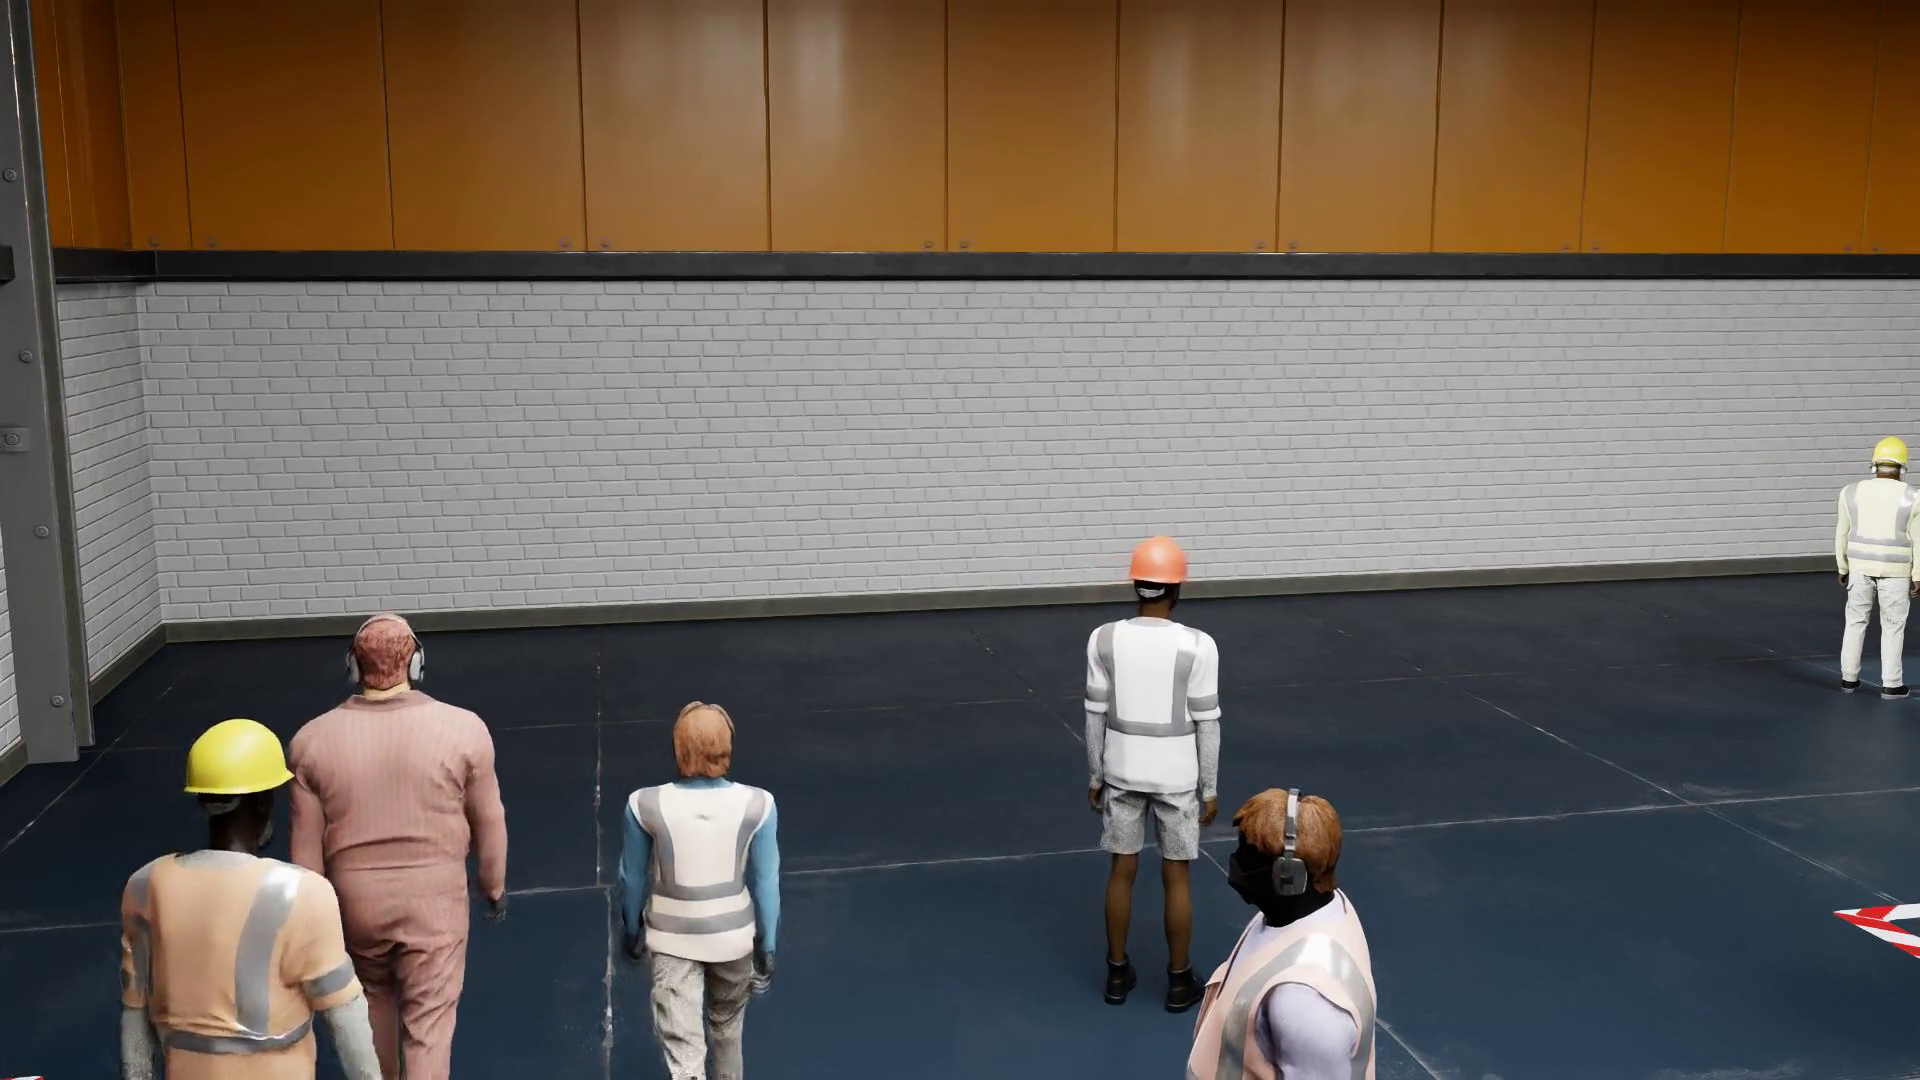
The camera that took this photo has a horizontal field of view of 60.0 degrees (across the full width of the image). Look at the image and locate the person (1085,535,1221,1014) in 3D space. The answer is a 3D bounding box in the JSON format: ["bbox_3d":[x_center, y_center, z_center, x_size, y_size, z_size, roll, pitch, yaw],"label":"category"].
[{"bbox_3d":[0.787,0.942,6.749,0.551,1.934,0.372,4,10,21],"label":"person"}]

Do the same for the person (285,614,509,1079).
[{"bbox_3d":[-1.839,1.168,5.550,0.656,1.874,0.853,-1,9,-8],"label":"person"}]

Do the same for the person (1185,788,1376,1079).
[{"bbox_3d":[0.730,1.466,3.847,0.429,1.844,0.626,1,9,9],"label":"person"}]

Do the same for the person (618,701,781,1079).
[{"bbox_3d":[-0.847,1.325,5.458,0.516,1.597,0.868,-3,10,-16],"label":"person"}]

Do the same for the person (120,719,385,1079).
[{"bbox_3d":[-1.808,1.388,4.231,0.597,1.875,0.979,3,10,19],"label":"person"}]

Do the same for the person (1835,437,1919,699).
[{"bbox_3d":[6.444,0.195,11.627,0.404,1.830,0.594,-9,13,-44],"label":"person"}]
